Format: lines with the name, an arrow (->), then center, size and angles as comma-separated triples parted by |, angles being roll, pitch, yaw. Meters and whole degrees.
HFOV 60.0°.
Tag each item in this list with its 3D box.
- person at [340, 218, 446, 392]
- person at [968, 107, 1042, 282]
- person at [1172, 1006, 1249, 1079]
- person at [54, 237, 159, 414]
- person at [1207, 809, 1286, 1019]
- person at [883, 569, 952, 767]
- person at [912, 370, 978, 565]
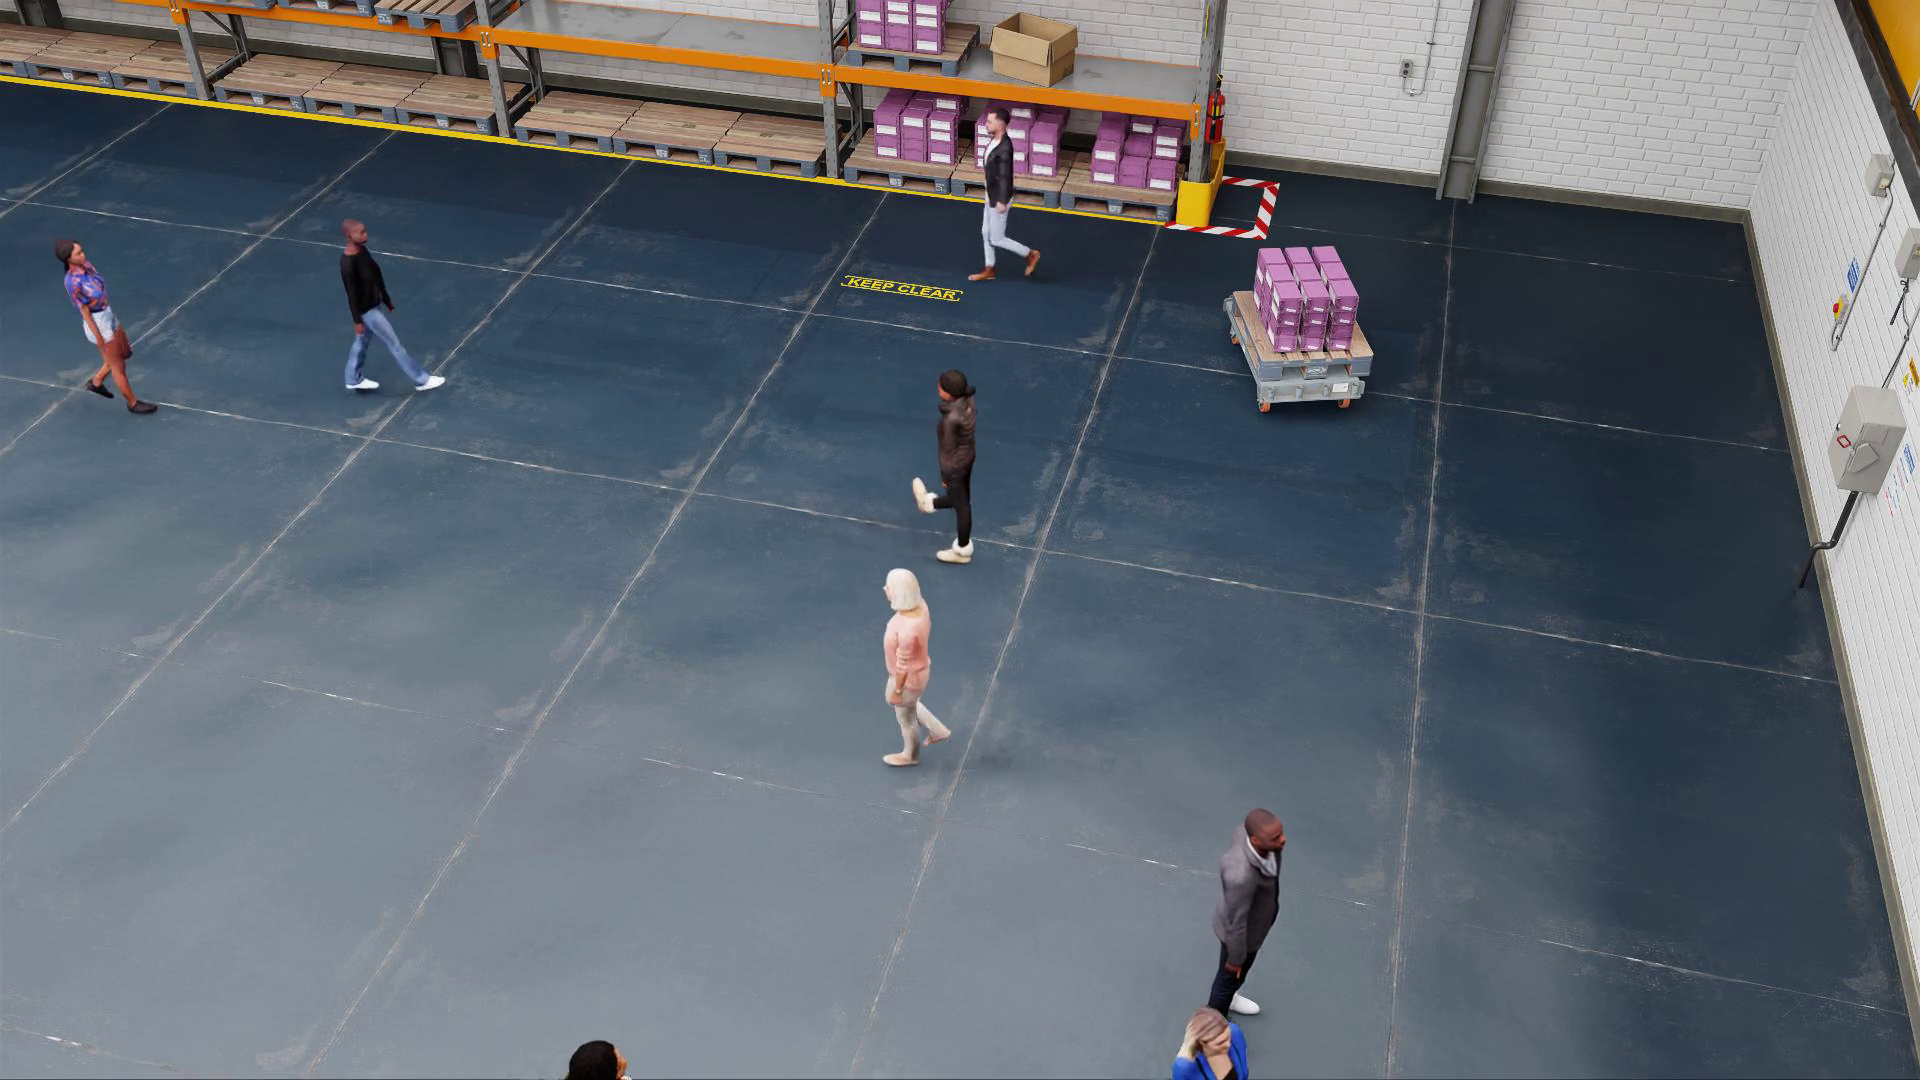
person -> -5.266, -2.016, 14.590 | 1.204, 1.703, 0.845 | -1, 39, -2
person -> 0.444, -3.312, 16.123 | 1.059, 1.816, 0.893 | -5, 39, -6
person -> 1.183, 2.869, 8.485 | 0.870, 1.689, 0.954 | -28, 46, -30
person -> -7.472, -1.830, 14.333 | 0.905, 1.733, 0.756 | -3, 39, -4
person -> 1.577, 2.140, 9.295 | 0.640, 1.817, 0.753 | 16, 41, 19
person -> -0.254, 0.877, 10.959 | 0.758, 1.715, 0.684 | 1, 39, 1
person -> -0.143, -0.592, 12.847 | 0.671, 1.653, 0.898 | 10, 40, 12
